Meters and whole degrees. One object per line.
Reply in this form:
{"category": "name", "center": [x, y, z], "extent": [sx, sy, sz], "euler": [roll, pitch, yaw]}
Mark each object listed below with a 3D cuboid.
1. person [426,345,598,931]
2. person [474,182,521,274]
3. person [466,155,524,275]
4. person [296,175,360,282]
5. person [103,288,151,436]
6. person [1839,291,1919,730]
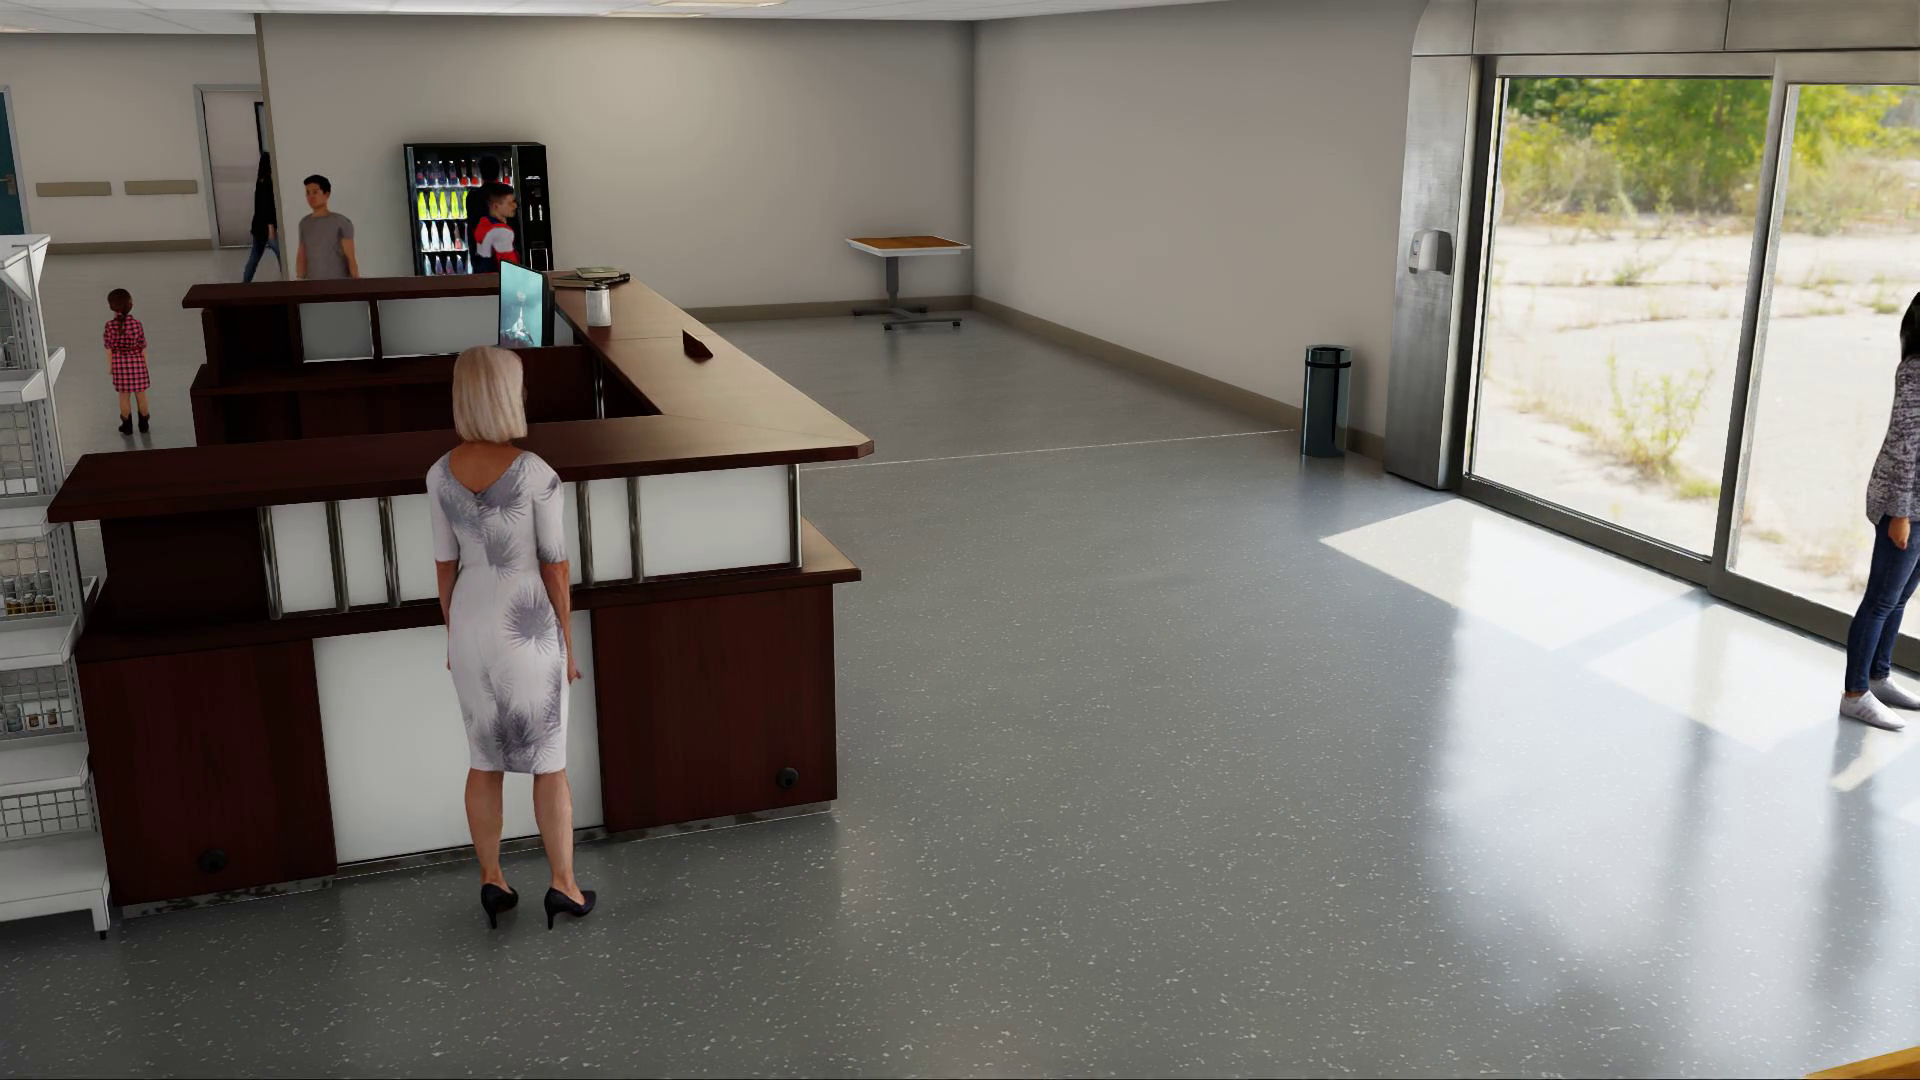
{"category": "person", "center": [-1.316, 0.301, 4.860], "extent": [0.599, 1.749, 0.703], "euler": [2, 16, 9]}
{"category": "person", "center": [-3.267, -1.594, 11.600], "extent": [0.702, 1.739, 0.688], "euler": [-9, 18, -30]}
{"category": "person", "center": [-3.804, -2.213, 13.624], "extent": [0.558, 1.831, 0.698], "euler": [-1, 16, -5]}
{"category": "person", "center": [-4.940, -2.013, 13.180], "extent": [1.077, 1.688, 1.066], "euler": [5, 16, 16]}
{"category": "person", "center": [-5.883, -1.262, 11.744], "extent": [0.441, 1.022, 0.528], "euler": [-11, 19, -35]}
{"category": "person", "center": [3.713, -0.155, 6.503], "extent": [0.598, 1.736, 0.739], "euler": [-14, 21, -41]}
